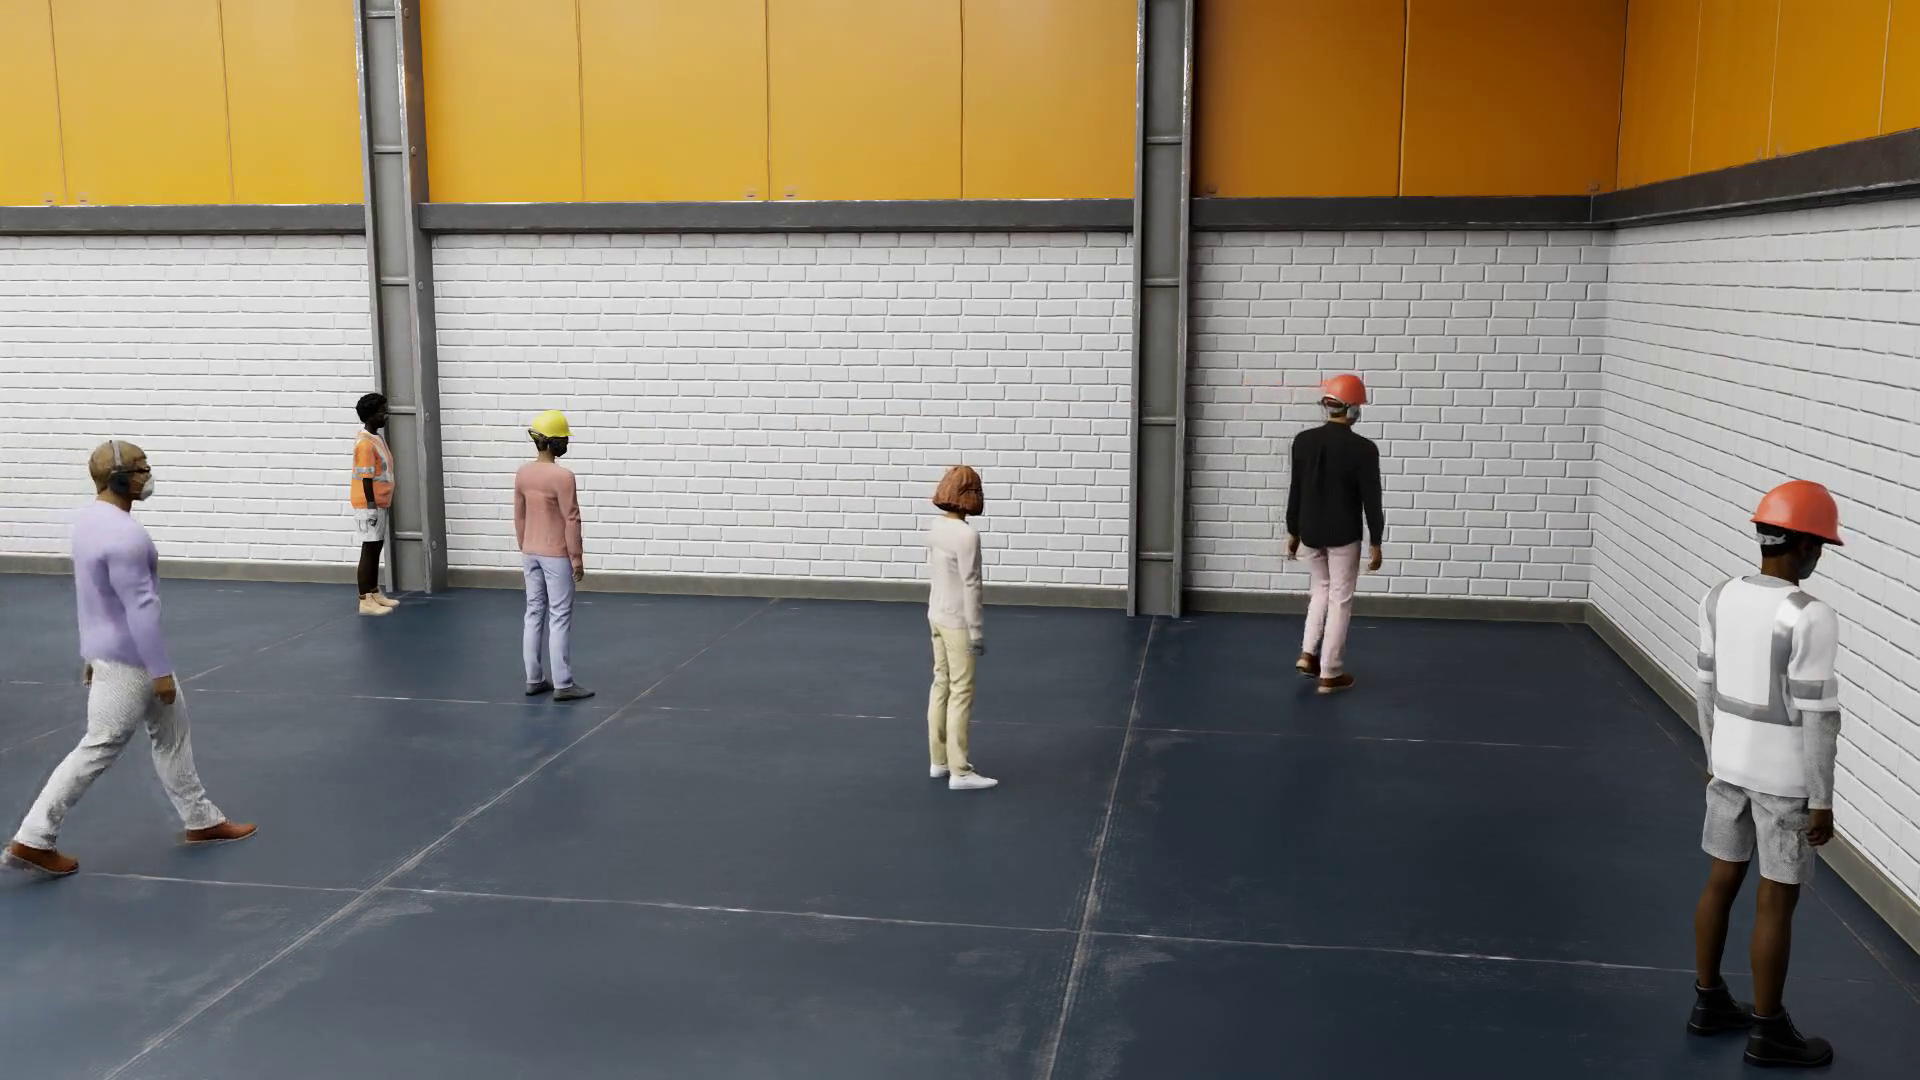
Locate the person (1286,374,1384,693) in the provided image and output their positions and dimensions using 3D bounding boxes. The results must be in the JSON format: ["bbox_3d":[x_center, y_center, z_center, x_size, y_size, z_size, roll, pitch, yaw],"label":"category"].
[{"bbox_3d":[2.333,-0.037,10.266,0.447,1.973,0.644,-8,12,-41],"label":"person"}]

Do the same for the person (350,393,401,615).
[{"bbox_3d":[-4.451,-0.274,12.622,0.322,1.689,0.530,-2,9,-11],"label":"person"}]

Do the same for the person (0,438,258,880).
[{"bbox_3d":[-3.675,0.506,7.215,1.017,1.904,0.637,-6,11,-35],"label":"person"}]

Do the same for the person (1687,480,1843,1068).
[{"bbox_3d":[2.680,0.763,5.492,0.369,1.929,0.542,-3,10,-18],"label":"person"}]

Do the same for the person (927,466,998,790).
[{"bbox_3d":[-0.011,0.437,8.432,0.290,1.632,0.503,-4,10,-21],"label":"person"}]

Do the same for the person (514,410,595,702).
[{"bbox_3d":[-2.477,0.092,10.129,0.533,1.767,0.327,7,11,36],"label":"person"}]
